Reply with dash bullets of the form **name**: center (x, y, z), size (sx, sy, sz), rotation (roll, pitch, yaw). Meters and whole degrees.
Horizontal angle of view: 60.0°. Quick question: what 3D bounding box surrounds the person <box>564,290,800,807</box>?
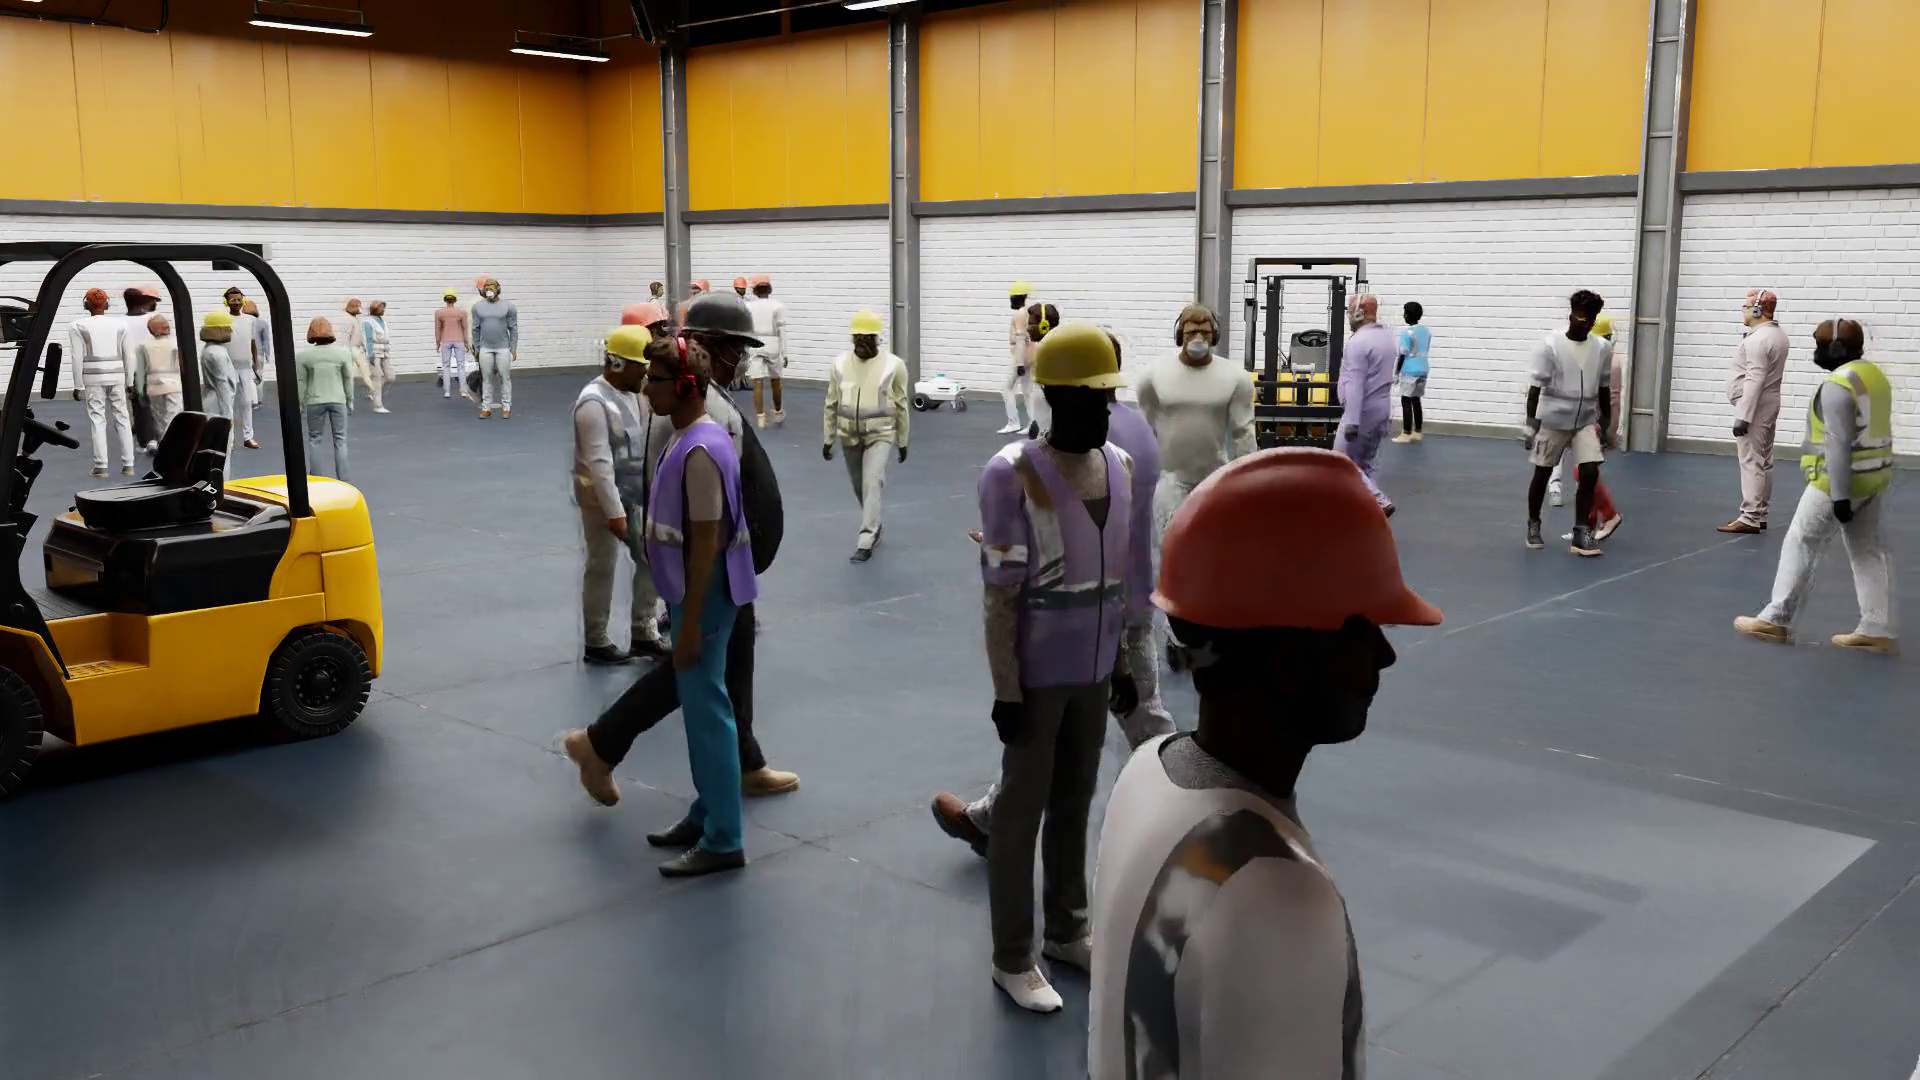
- **person**: center (-1.075, 0.023, 6.372), size (0.820, 2.000, 0.695), rotation (-1, 9, -9)

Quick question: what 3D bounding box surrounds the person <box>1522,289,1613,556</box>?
- **person**: center (4.439, -0.848, 12.070), size (0.749, 1.909, 0.876), rotation (-1, 9, -6)

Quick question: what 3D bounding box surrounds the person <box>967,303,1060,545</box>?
- **person**: center (0.546, -0.783, 11.978), size (0.961, 1.817, 0.559), rotation (2, 9, 9)

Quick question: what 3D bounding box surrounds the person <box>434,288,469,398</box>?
- **person**: center (-8.171, -3.168, 26.778), size (0.526, 1.768, 0.330), rotation (-2, 9, -9)

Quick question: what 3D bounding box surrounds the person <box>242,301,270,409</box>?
- **person**: center (-10.518, -2.741, 24.690), size (0.512, 1.584, 0.853), rotation (-5, 11, -29)

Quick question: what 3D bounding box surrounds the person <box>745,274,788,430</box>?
- **person**: center (-2.535, -2.459, 21.725), size (0.613, 1.992, 1.014), rotation (0, 9, 1)

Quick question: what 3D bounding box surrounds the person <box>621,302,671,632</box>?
- **person**: center (-1.536, -0.381, 9.346), size (0.737, 1.888, 0.439), rotation (4, 10, 22)

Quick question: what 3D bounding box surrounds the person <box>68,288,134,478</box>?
- **person**: center (-8.527, -1.561, 16.564), size (0.577, 1.882, 0.349), rotation (-8, 13, -42)

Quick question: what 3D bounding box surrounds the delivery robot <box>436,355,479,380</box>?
- **delivery robot**: center (-8.863, -3.027, 29.326), size (0.477, 0.478, 0.707), rotation (9, 13, 43)

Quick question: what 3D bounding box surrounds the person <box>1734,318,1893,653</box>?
- **person**: center (4.725, -0.304, 9.109), size (0.633, 1.805, 0.863), rotation (-7, 12, -38)

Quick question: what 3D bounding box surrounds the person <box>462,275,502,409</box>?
- **person**: center (-7.094, -2.927, 24.644), size (0.561, 1.976, 0.631), rotation (1, 9, 7)

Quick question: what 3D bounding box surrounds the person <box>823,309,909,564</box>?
- **person**: center (-0.667, -0.773, 12.042), size (0.599, 1.799, 0.921), rotation (3, 10, 16)

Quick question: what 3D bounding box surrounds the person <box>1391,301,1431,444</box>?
- **person**: center (5.346, -1.975, 19.690), size (0.547, 1.693, 0.349), rotation (-8, 12, -42)

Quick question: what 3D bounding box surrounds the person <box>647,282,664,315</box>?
- **person**: center (-5.449, -3.696, 29.778), size (0.324, 1.842, 0.514), rotation (-5, 10, -27)

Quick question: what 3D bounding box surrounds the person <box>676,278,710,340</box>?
- **person**: center (-3.708, -2.733, 23.592), size (0.956, 1.925, 0.624), rotation (-7, 12, -38)

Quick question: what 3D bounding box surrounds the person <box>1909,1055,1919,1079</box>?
- **person**: center (2.006, 0.668, 3.122), size (0.659, 1.804, 0.913), rotation (-5, 10, -28)

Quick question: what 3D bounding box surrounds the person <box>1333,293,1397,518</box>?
- **person**: center (3.113, -0.950, 12.796), size (0.464, 1.885, 0.674), rotation (7, 11, 36)

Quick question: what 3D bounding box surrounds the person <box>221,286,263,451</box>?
- **person**: center (-8.258, -1.960, 19.049), size (0.519, 1.873, 0.335), rotation (-9, 13, -44)

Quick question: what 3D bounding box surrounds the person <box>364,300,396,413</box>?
- **person**: center (-8.367, -2.631, 23.913), size (0.394, 1.630, 0.527), rotation (3, 10, 18)

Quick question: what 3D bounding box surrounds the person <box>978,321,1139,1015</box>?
- **person**: center (0.304, 0.347, 4.728), size (0.589, 1.928, 0.385), rotation (-9, 13, -44)

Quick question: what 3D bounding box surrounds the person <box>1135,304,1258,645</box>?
- **person**: center (1.255, -0.306, 8.877), size (0.647, 1.881, 1.028), rotation (1, 9, 5)

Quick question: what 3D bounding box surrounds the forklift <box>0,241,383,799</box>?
- **forklift**: center (-3.706, -0.171, 7.093), size (1.214, 2.155, 2.313), rotation (9, 13, 43)

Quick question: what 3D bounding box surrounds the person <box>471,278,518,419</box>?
- **person**: center (-6.419, -2.634, 22.977), size (0.628, 1.939, 0.374), rotation (0, 9, -2)

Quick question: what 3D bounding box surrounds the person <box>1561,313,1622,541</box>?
- **person**: center (4.751, -0.837, 12.551), size (0.365, 1.746, 0.547), rotation (-1, 9, -6)

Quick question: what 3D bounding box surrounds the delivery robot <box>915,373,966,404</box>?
- **delivery robot**: center (-0.278, -2.186, 24.174), size (0.707, 0.478, 0.477), rotation (4, 10, 22)

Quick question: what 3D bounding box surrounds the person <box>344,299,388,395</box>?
- **person**: center (-9.703, -3.072, 26.742), size (0.897, 1.580, 0.517), rotation (-1, 9, -6)

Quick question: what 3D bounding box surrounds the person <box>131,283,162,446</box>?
- **person**: center (-9.397, -2.006, 19.240), size (0.541, 1.910, 0.473), rotation (7, 12, 37)

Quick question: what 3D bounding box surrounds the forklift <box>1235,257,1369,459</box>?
- **forklift**: center (3.309, -1.629, 16.029), size (1.214, 2.155, 2.313), rotation (2, 9, 11)

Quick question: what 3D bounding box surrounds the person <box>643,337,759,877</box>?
- **person**: center (-0.899, 0.223, 5.753), size (0.393, 1.844, 0.572), rotation (-2, 10, -15)

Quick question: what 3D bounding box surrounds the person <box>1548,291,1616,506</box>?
- **person**: center (5.409, -1.227, 14.520), size (0.576, 1.881, 0.354), rotation (0, 9, 2)

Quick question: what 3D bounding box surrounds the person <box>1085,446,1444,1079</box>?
- **person**: center (0.268, 0.836, 1.860), size (1.013, 1.893, 0.556), rotation (0, 9, 0)

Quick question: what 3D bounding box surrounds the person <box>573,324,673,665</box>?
- **person**: center (-1.725, -0.210, 8.572), size (0.630, 1.786, 0.612), rotation (3, 10, 15)

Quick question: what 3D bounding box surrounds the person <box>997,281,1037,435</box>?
- **person**: center (0.704, -2.254, 20.716), size (0.661, 1.905, 0.620), rotation (3, 10, 17)

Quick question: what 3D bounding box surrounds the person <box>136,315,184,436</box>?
- **person**: center (-8.144, -1.506, 17.117), size (0.543, 1.584, 0.861), rotation (-1, 9, -9)

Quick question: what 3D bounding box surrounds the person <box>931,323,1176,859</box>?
- **person**: center (0.390, 0.224, 5.603), size (1.026, 1.880, 0.659), rotation (7, 11, 36)

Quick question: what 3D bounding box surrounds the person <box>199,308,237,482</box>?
- **person**: center (-6.178, -1.061, 13.931), size (0.319, 1.742, 0.492), rotation (-6, 11, -35)

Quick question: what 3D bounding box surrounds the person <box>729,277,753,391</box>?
- **person**: center (-3.724, -3.493, 28.241), size (0.547, 1.939, 0.376), rotation (-9, 13, -44)

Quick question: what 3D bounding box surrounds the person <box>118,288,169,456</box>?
- **person**: center (-9.078, -1.863, 18.506), size (0.609, 1.879, 0.947), rotation (-5, 10, -27)

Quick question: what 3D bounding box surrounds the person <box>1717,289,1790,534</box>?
- **person**: center (6.224, -1.003, 13.070), size (0.407, 1.910, 0.639), rotation (8, 12, 39)

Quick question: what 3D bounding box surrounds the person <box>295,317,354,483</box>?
- **person**: center (-5.867, -1.238, 15.367), size (0.511, 1.633, 0.301), rotation (-4, 10, -22)
